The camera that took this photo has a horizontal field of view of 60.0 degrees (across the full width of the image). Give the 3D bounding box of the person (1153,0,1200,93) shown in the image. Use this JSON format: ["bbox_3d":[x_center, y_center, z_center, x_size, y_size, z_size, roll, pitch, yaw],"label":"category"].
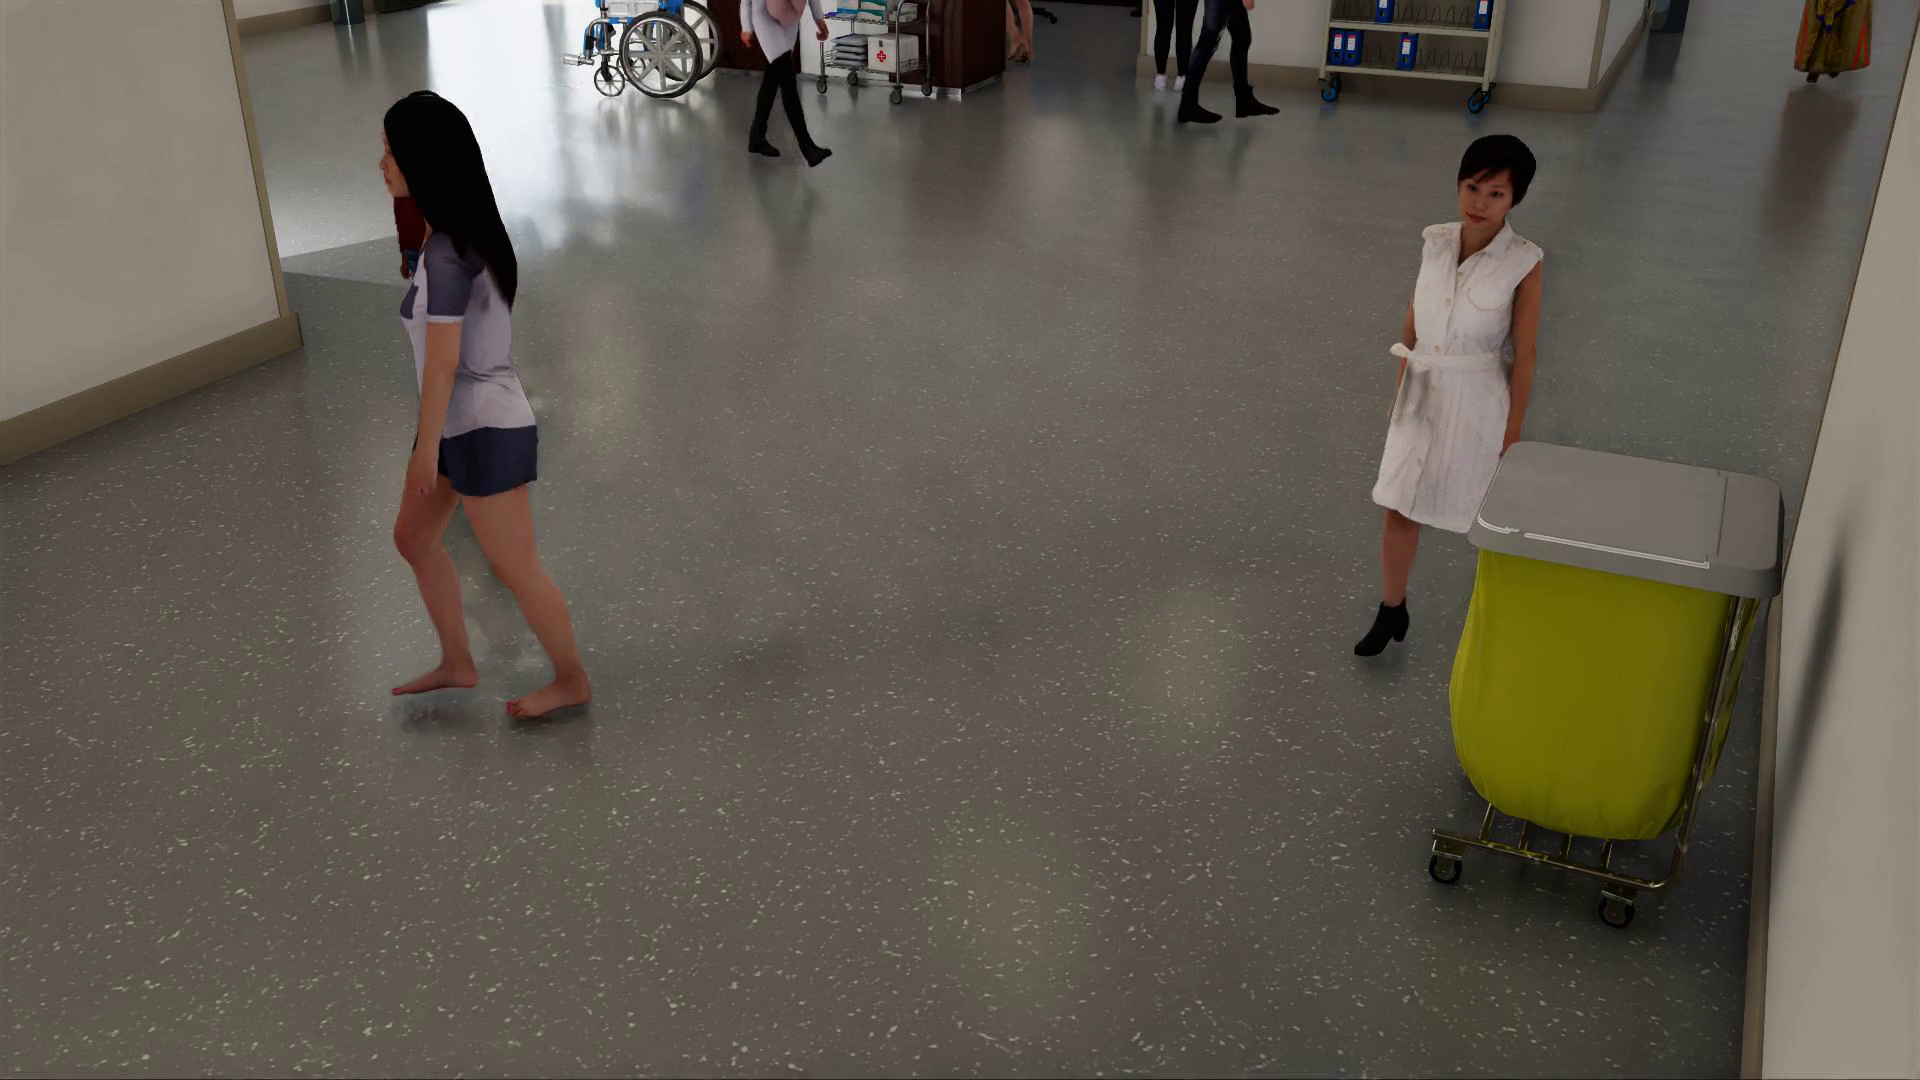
[{"bbox_3d":[1.649,-4.269,12.656,0.544,1.639,0.682,8,27,17],"label":"person"}]

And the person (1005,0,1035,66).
[{"bbox_3d":[0.440,-4.777,13.581,0.719,1.751,0.679,14,29,26],"label":"person"}]

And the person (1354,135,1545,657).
[{"bbox_3d":[1.453,-0.384,4.726,0.840,1.531,0.902,-19,32,-34],"label":"person"}]

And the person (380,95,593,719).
[{"bbox_3d":[-1.180,-0.292,4.354,0.898,1.687,0.834,-9,27,-18],"label":"person"}]

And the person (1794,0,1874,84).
[{"bbox_3d":[6.889,-4.411,12.941,0.774,1.648,0.900,18,31,33],"label":"person"}]

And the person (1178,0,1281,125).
[{"bbox_3d":[1.707,-3.797,11.405,1.064,1.876,0.900,2,26,5],"label":"person"}]

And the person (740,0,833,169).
[{"bbox_3d":[-1.190,-3.208,10.320,0.939,1.758,1.235,-23,34,-38],"label":"person"}]
